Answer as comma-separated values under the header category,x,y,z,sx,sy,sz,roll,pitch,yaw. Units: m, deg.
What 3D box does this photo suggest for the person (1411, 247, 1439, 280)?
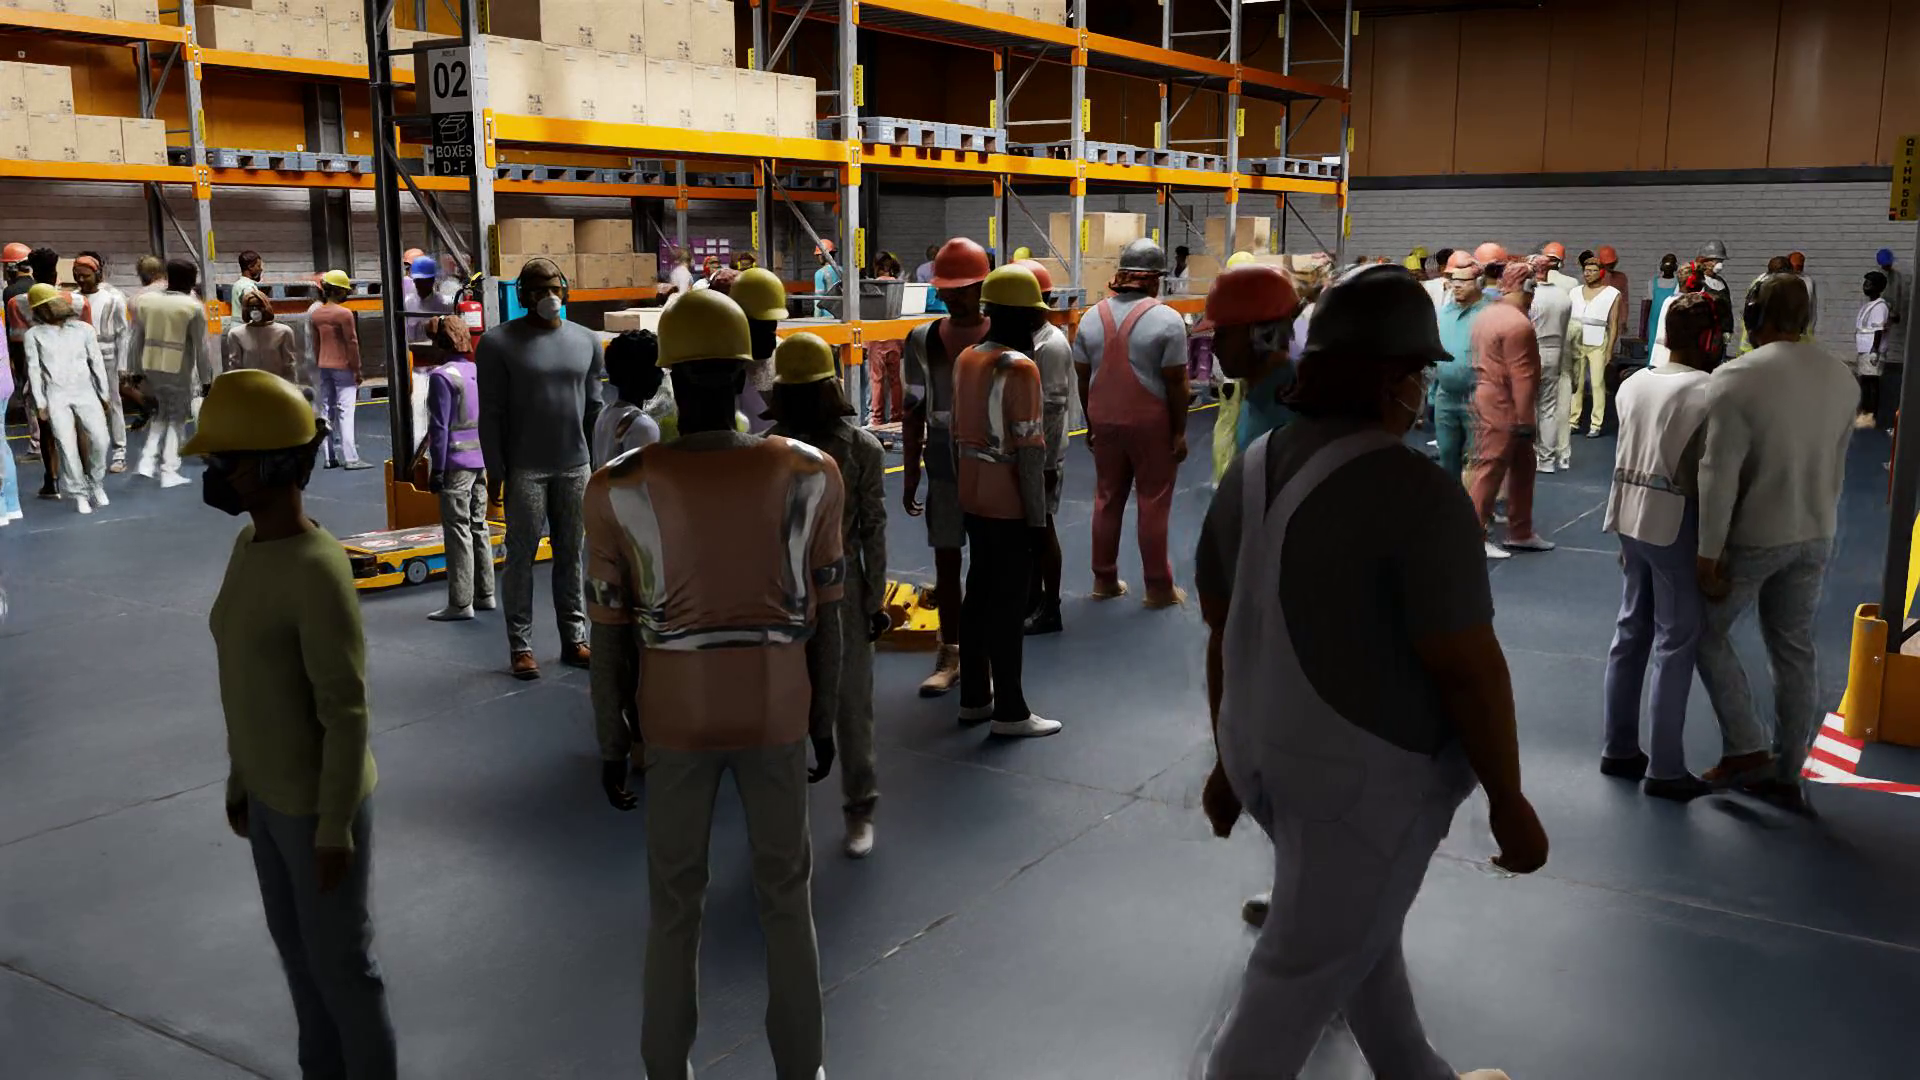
category,x,y,z,sx,sy,sz,roll,pitch,yaw
person,6.609,-3.257,23.989,0.372,1.925,0.596,-7,13,-35

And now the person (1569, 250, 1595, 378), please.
category,x,y,z,sx,sy,sz,roll,pitch,yaw
person,9.164,-3.311,24.436,0.515,1.876,0.328,10,14,43

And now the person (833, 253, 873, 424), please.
category,x,y,z,sx,sy,sz,roll,pitch,yaw
person,-1.098,-2.177,18.108,0.593,1.897,0.409,-3,11,-15

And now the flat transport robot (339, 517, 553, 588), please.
category,x,y,z,sx,sy,sz,roll,pitch,yaw
flat transport robot,-3.220,0.062,10.190,0.652,0.197,1.431,9,13,40

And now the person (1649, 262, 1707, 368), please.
category,x,y,z,sx,sy,sz,roll,pitch,yaw
person,6.081,-1.433,14.134,0.381,1.838,0.571,1,10,4

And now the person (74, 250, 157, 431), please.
category,x,y,z,sx,sy,sz,roll,pitch,yaw
person,-8.696,-1.993,17.012,0.622,1.931,0.832,5,12,27

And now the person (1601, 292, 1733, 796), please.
category,x,y,z,sx,sy,sz,roll,pitch,yaw
person,2.583,0.019,6.095,0.390,1.837,0.561,-3,11,-16

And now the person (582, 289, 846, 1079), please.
category,x,y,z,sx,sy,sz,roll,pitch,yaw
person,-0.550,0.396,3.802,0.584,1.918,0.405,-2,10,-12

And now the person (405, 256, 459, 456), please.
category,x,y,z,sx,sy,sz,roll,pitch,yaw
person,-4.504,-1.476,14.247,0.617,1.888,1.020,1,10,4

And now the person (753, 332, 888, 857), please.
category,x,y,z,sx,sy,sz,roll,pitch,yaw
person,-0.475,0.191,5.432,0.486,1.736,0.341,1,10,3

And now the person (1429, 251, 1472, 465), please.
category,x,y,z,sx,sy,sz,roll,pitch,yaw
person,4.507,-1.643,15.073,0.396,1.929,0.542,-5,11,-24

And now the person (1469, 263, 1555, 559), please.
category,x,y,z,sx,sy,sz,roll,pitch,yaw
person,3.584,-0.818,10.615,0.781,1.871,0.696,1,10,6

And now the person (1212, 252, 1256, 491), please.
category,x,y,z,sx,sy,sz,roll,pitch,yaw
person,2.226,-1.343,13.382,0.370,1.928,0.585,5,11,24

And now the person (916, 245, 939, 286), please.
category,x,y,z,sx,sy,sz,roll,pitch,yaw
person,-0.438,-3.914,27.604,0.631,1.940,0.372,-5,11,-26

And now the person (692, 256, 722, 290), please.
category,x,y,z,sx,sy,sz,roll,pitch,yaw
person,-2.992,-2.465,19.869,0.392,1.836,0.561,5,12,27

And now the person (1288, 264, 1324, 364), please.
category,x,y,z,sx,sy,sz,roll,pitch,yaw
person,2.799,-1.288,13.342,0.343,1.838,0.502,-6,12,-29

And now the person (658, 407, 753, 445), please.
category,x,y,z,sx,sy,sz,roll,pitch,yaw
person,-0.983,0.028,6.444,0.449,1.682,0.568,5,12,27

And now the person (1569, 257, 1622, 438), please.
category,x,y,z,sx,sy,sz,roll,pitch,yaw
person,6.485,-1.974,17.106,0.389,1.846,0.567,-9,14,-41

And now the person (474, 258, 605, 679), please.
category,x,y,z,sx,sy,sz,roll,pitch,yaw
person,-1.927,-0.335,7.770,0.627,1.940,0.370,-7,13,-35

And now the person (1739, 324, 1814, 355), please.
category,x,y,z,sx,sy,sz,roll,pitch,yaw
person,6.847,-1.327,13.967,0.573,1.660,0.678,2,10,8

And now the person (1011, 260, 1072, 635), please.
category,x,y,z,sx,sy,sz,roll,pitch,yaw
person,0.363,-0.467,8.557,0.387,1.926,0.549,-3,11,-18

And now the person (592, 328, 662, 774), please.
category,x,y,z,sx,sy,sz,roll,pitch,yaw
person,-1.231,0.042,6.359,0.319,1.694,0.532,-6,12,-30

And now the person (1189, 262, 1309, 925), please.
category,x,y,z,sx,sy,sz,roll,pitch,yaw
person,0.922,0.194,4.777,0.543,1.959,0.638,-1,10,-4

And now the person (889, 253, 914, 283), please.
category,x,y,z,sx,sy,sz,roll,pitch,yaw
person,-1.065,-3.980,28.316,0.626,1.811,0.619,1,10,6

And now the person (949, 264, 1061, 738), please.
category,x,y,z,sx,sy,sz,roll,pitch,yaw
person,0.184,-0.156,6.814,0.367,1.924,0.594,-6,12,-30

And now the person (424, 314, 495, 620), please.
category,x,y,z,sx,sy,sz,roll,pitch,yaw
person,-2.685,-0.391,8.938,0.319,1.631,0.524,1,10,8

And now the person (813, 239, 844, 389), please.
category,x,y,z,sx,sy,sz,roll,pitch,yaw
person,-1.720,-2.917,21.828,0.412,2.033,0.613,7,12,35

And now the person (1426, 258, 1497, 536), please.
category,x,y,z,sx,sy,sz,roll,pitch,yaw
person,3.453,-0.964,11.377,0.399,1.899,0.647,-8,13,-39

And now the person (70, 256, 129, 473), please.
category,x,y,z,sx,sy,sz,roll,pitch,yaw
person,-7.534,-1.518,14.477,0.575,1.885,0.355,-1,10,-4

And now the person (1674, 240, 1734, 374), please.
category,x,y,z,sx,sy,sz,roll,pitch,yaw
person,7.677,-2.075,17.127,0.680,2.000,0.535,-6,12,-29

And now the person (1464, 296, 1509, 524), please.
category,x,y,z,sx,sy,sz,roll,pitch,yaw
person,3.786,-0.903,11.763,0.507,1.631,0.276,-9,13,-40

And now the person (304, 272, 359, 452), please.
category,x,y,z,sx,sy,sz,roll,pitch,yaw
person,-6.004,-1.680,15.826,0.547,1.716,0.564,0,10,-3

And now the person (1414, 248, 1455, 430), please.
category,x,y,z,sx,sy,sz,roll,pitch,yaw
person,4.963,-2.049,17.249,0.625,1.944,0.533,9,14,42

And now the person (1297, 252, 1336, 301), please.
category,x,y,z,sx,sy,sz,roll,pitch,yaw
person,3.661,-1.986,17.049,0.395,1.901,0.642,-8,13,-36

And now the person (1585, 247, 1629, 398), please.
category,x,y,z,sx,sy,sz,roll,pitch,yaw
person,8.296,-2.794,21.413,0.671,1.935,0.798,-3,11,-18

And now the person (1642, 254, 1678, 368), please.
category,x,y,z,sx,sy,sz,roll,pitch,yaw
person,9.069,-2.755,21.435,0.514,1.846,0.338,6,12,30

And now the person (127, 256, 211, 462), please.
category,x,y,z,sx,sy,sz,roll,pitch,yaw
person,-7.156,-1.643,15.167,0.711,1.888,0.936,-10,14,-43

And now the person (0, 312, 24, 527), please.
category,x,y,z,sx,sy,sz,roll,pitch,yaw
person,-6.917,-1.039,11.735,0.404,1.918,0.588,-2,10,-12

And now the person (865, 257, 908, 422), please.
category,x,y,z,sx,sy,sz,roll,pitch,yaw
person,-0.786,-2.204,18.394,0.624,1.845,0.430,7,12,33

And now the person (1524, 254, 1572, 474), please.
category,x,y,z,sx,sy,sz,roll,pitch,yaw
person,4.936,-1.501,14.346,0.646,1.901,0.400,-5,11,-24

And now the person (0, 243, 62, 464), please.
category,x,y,z,sx,sy,sz,roll,pitch,yaw
person,-8.475,-1.692,15.135,0.394,1.992,0.622,0,10,3

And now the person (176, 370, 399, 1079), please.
category,x,y,z,sx,sy,sz,roll,pitch,yaw
person,-1.392,0.533,3.451,0.325,1.767,0.539,-8,13,-39

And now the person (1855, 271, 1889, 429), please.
category,x,y,z,sx,sy,sz,roll,pitch,yaw
person,9.805,-2.039,17.903,0.319,1.694,0.535,3,11,14

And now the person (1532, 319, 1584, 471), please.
category,x,y,z,sx,sy,sz,roll,pitch,yaw
person,5.319,-1.457,14.952,0.496,1.591,0.837,2,11,13

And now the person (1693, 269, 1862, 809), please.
category,x,y,z,sx,sy,sz,roll,pitch,yaw
person,2.880,0.005,5.943,0.646,1.917,0.452,-3,11,-14

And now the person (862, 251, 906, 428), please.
category,x,y,z,sx,sy,sz,roll,pitch,yaw
person,-0.791,-2.098,17.631,0.599,1.909,0.402,-9,13,-40

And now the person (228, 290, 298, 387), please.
category,x,y,z,sx,sy,sz,roll,pitch,yaw
person,-5.530,-1.165,13.238,0.498,1.628,0.286,-3,11,-17

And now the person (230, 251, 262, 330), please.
category,x,y,z,sx,sy,sz,roll,pitch,yaw
person,-7.514,-2.088,17.574,0.385,1.911,0.593,-5,12,-28

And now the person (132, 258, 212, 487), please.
category,x,y,z,sx,sy,sz,roll,pitch,yaw
person,-6.477,-1.364,13.666,0.702,1.873,0.422,2,11,13

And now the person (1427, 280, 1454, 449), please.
category,x,y,z,sx,sy,sz,roll,pitch,yaw
person,4.775,-1.702,16.169,0.309,1.641,0.515,0,10,1

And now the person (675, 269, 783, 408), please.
category,x,y,z,sx,sy,sz,roll,pitch,yaw
person,-1.056,-0.298,7.706,0.653,1.894,0.401,-10,14,-43

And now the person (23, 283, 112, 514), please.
category,x,y,z,sx,sy,sz,roll,pitch,yaw
person,-6.633,-1.054,12.387,0.540,1.710,0.472,-6,12,-29

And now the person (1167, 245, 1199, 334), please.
category,x,y,z,sx,sy,sz,roll,pitch,yaw
person,3.723,-3.931,27.705,0.551,1.935,0.630,-8,13,-36

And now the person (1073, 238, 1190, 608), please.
category,x,y,z,sx,sy,sz,roll,pitch,yaw
person,1.005,-0.656,9.266,0.688,2.000,0.537,8,13,37

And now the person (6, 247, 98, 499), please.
category,x,y,z,sx,sy,sz,roll,pitch,yaw
person,-7.107,-1.304,13.065,0.609,1.963,0.367,-9,13,-39

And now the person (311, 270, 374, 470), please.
category,x,y,z,sx,sy,sz,roll,pitch,yaw
person,-5.478,-1.493,14.690,0.524,1.759,0.328,6,12,29

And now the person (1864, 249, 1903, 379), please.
category,x,y,z,sx,sy,sz,roll,pitch,yaw
person,13.495,-3.317,24.431,0.681,1.898,0.609,-3,11,-17

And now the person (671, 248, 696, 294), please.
category,x,y,z,sx,sy,sz,roll,pitch,yaw
person,-4.013,-3.236,23.946,0.517,1.910,0.647,-5,11,-24

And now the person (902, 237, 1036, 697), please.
category,x,y,z,sx,sy,sz,roll,pitch,yaw
person,0.024,-0.295,7.306,0.611,2.032,0.411,4,11,19
